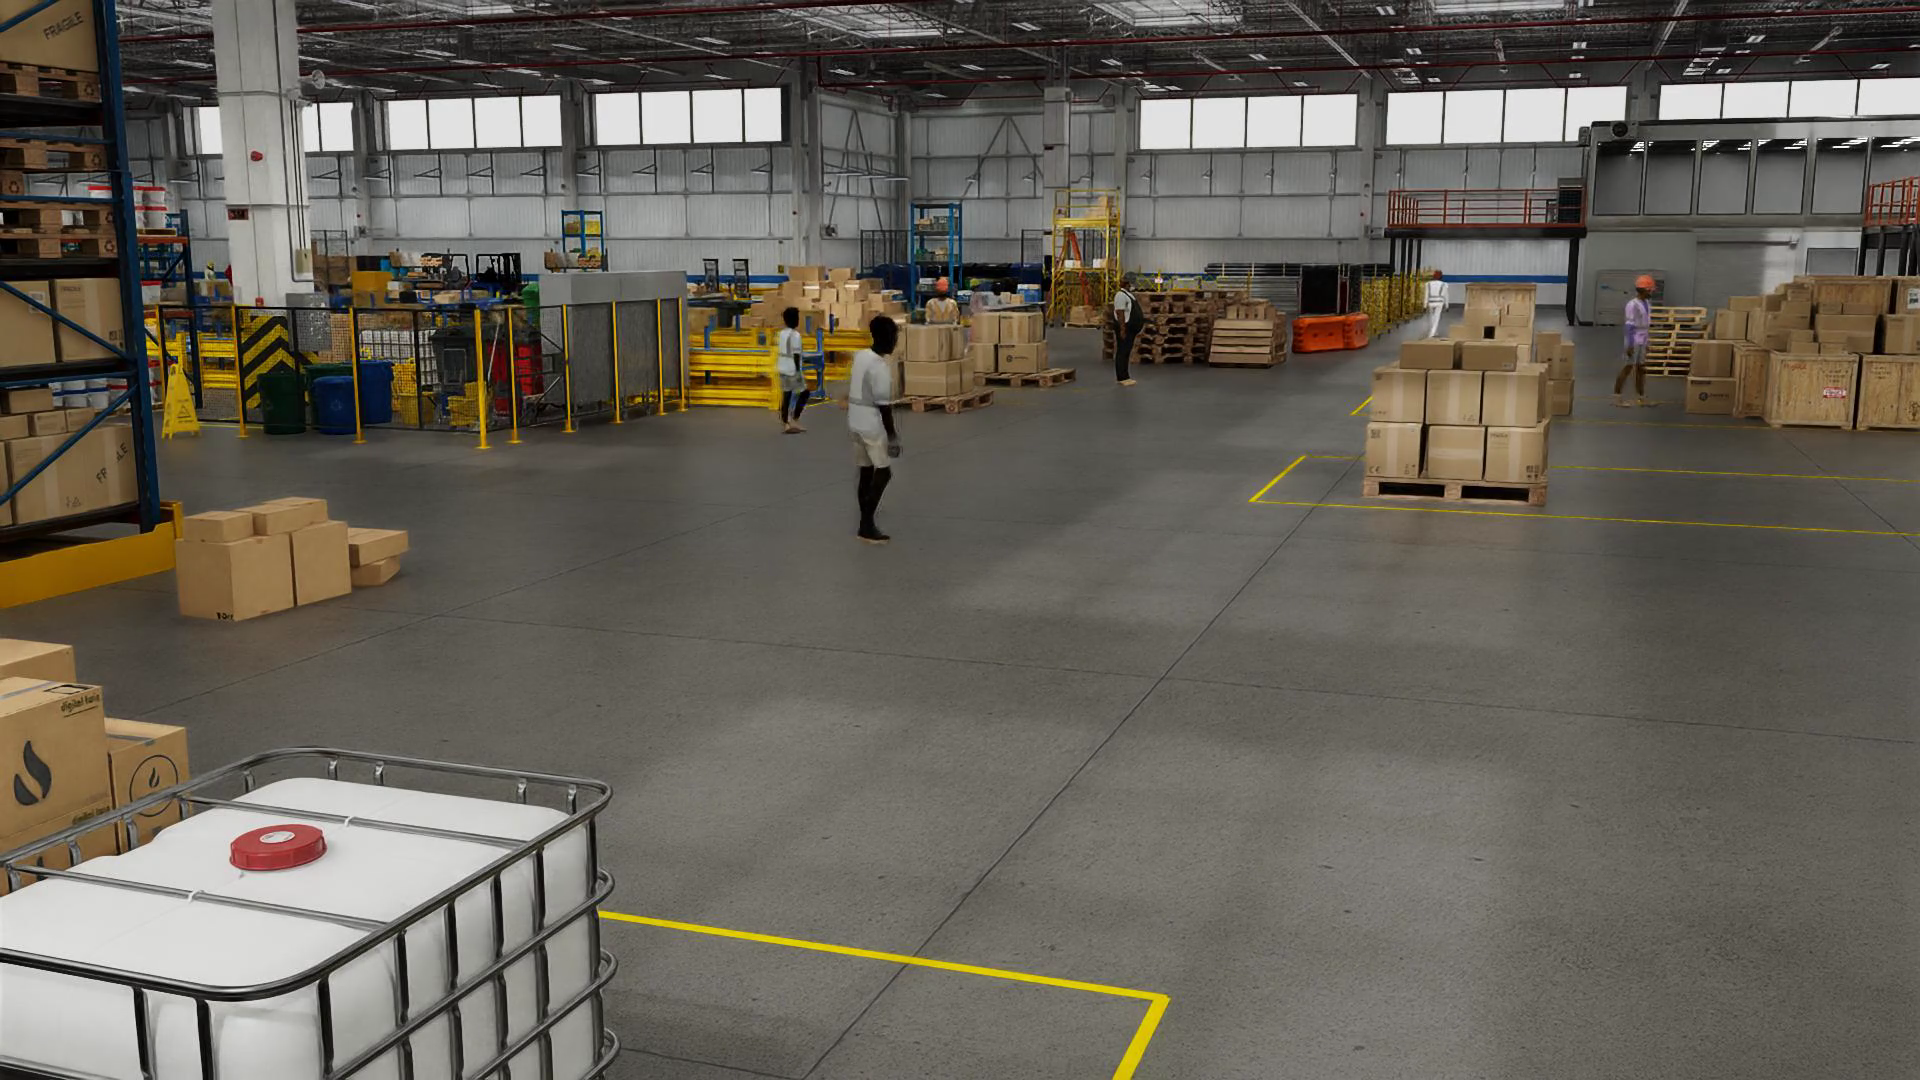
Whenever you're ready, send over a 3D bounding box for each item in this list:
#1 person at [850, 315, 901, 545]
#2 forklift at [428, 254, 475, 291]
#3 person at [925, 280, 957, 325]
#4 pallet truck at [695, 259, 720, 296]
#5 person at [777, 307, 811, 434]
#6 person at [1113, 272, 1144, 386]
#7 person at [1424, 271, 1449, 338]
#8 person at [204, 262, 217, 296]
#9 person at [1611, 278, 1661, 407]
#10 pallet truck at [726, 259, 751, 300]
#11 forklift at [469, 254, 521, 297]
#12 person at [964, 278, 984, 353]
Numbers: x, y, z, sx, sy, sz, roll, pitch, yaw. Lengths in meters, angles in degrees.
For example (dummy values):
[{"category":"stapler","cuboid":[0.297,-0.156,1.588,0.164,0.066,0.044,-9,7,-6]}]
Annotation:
[{"category":"person","cuboid":[-0.741,-0.924,13.997,0.407,1.924,0.715,-5,11,-26]},{"category":"forklift","cuboid":[-20.133,-10.254,65.465,1.157,1.987,2.680,3,11,19]},{"category":"person","cuboid":[-0.319,-3.485,28.471,0.566,1.908,0.580,-2,10,-10]},{"category":"pallet truck","cuboid":[-9.165,-9.627,62.776,0.823,1.965,1.885,4,11,23]},{"category":"person","cuboid":[-2.187,-2.238,22.016,0.435,1.682,0.552,-6,12,-32]},{"category":"person","cuboid":[3.008,-3.766,29.643,0.535,2.000,0.674,3,11,17]},{"category":"person","cuboid":[12.462,-6.121,43.516,0.592,1.833,0.998,7,12,33]},{"category":"person","cuboid":[-29.383,-9.979,65.266,0.586,1.824,0.405,8,13,37]},{"category":"person","cuboid":[10.483,-3.018,25.623,0.722,2.015,0.660,9,14,43]},{"category":"pallet truck","cuboid":[-7.986,-9.493,62.019,0.823,1.965,1.885,3,11,17]},{"category":"forklift","cuboid":[-17.990,-10.121,64.684,1.157,1.987,2.680,3,11,17]},{"category":"person","cuboid":[0.455,-5.249,38.861,0.846,1.727,0.510,-3,10,-15]}]
